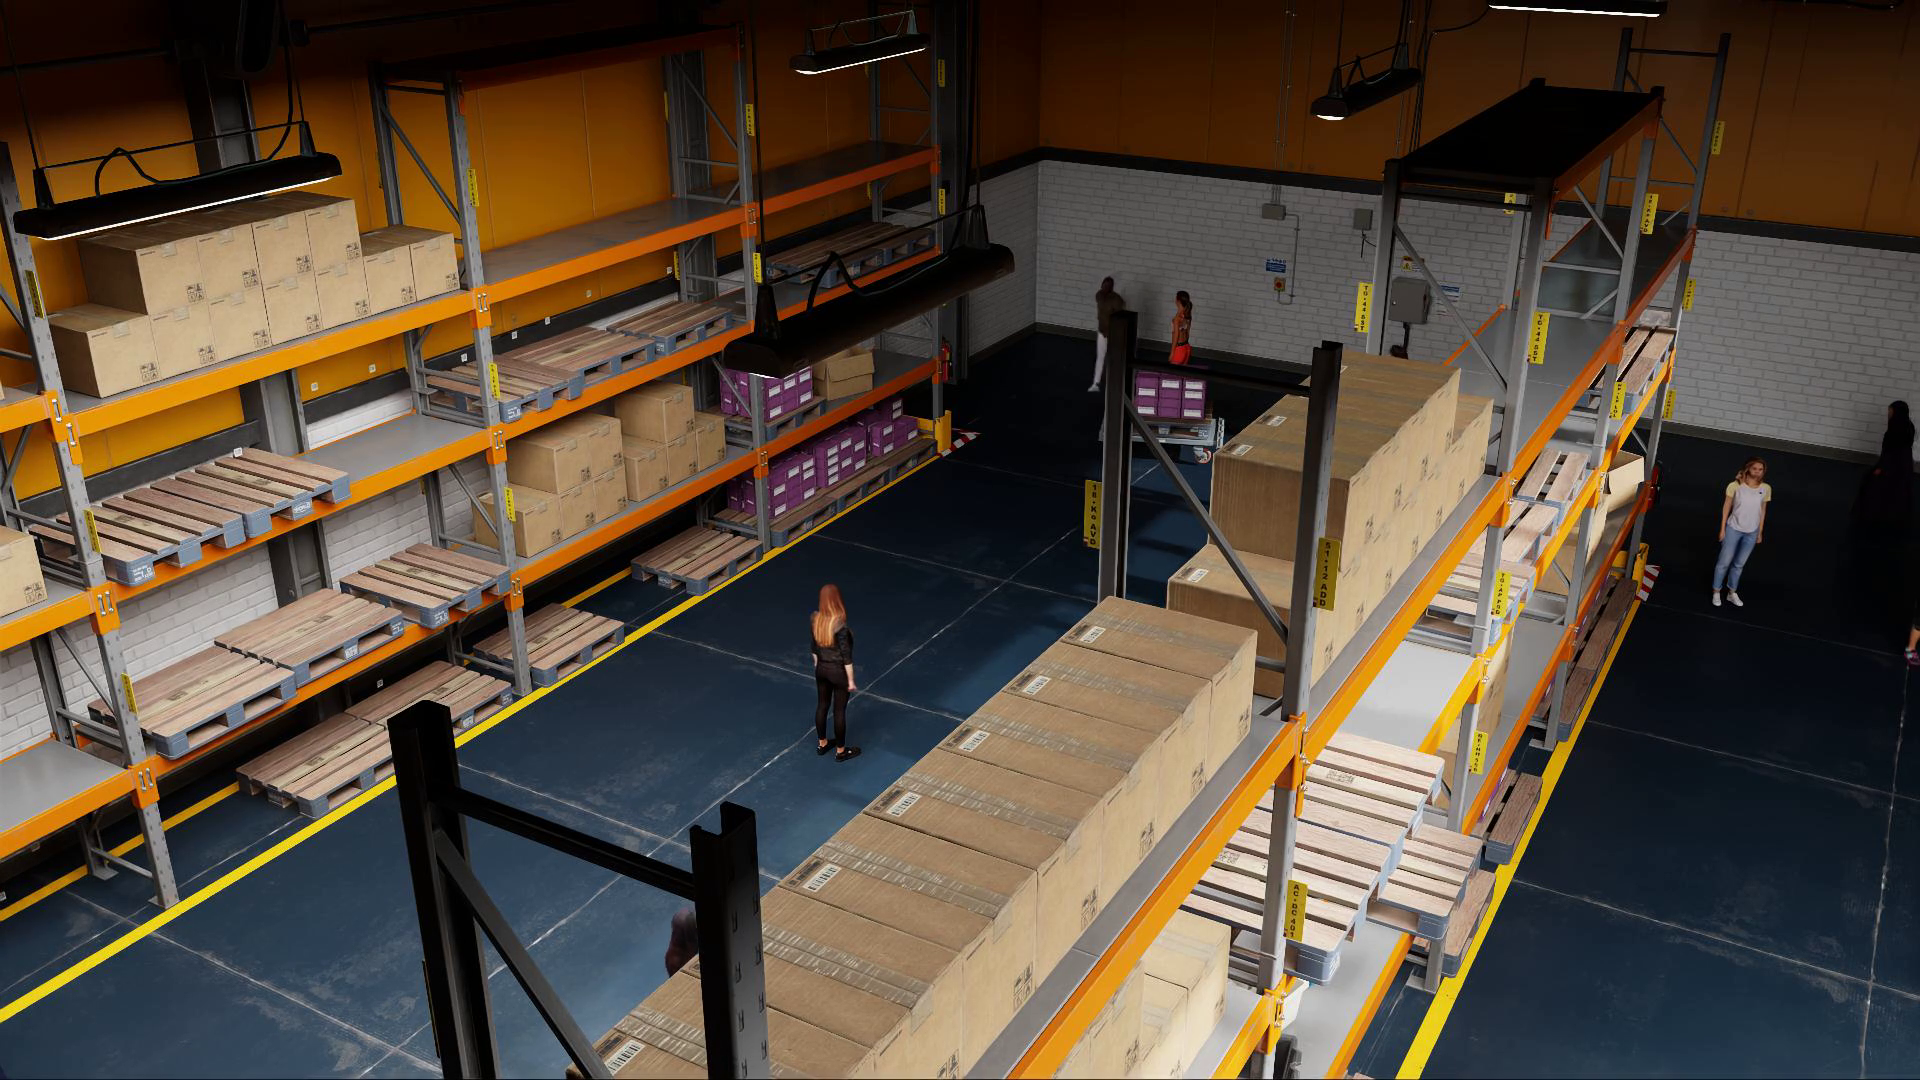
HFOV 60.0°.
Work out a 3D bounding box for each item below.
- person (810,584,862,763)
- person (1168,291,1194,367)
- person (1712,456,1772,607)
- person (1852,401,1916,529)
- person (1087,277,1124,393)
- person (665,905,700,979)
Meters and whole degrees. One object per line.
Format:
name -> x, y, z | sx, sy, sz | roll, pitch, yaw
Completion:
person -> -1.165, 1.190, 15.040 | 0.623, 1.711, 0.558 | 17, 29, 34
person -> 3.154, -2.688, 23.810 | 0.678, 1.791, 0.543 | 18, 30, 36
person -> 8.439, -0.107, 17.986 | 0.709, 1.726, 0.703 | 1, 24, 2
person -> 11.267, -0.896, 19.964 | 0.912, 1.589, 0.922 | -10, 25, -21
person -> 2.266, -3.080, 24.735 | 1.154, 1.768, 0.892 | -18, 30, -36
person -> -1.739, 3.124, 10.636 | 0.686, 1.694, 0.791 | 18, 29, 35
